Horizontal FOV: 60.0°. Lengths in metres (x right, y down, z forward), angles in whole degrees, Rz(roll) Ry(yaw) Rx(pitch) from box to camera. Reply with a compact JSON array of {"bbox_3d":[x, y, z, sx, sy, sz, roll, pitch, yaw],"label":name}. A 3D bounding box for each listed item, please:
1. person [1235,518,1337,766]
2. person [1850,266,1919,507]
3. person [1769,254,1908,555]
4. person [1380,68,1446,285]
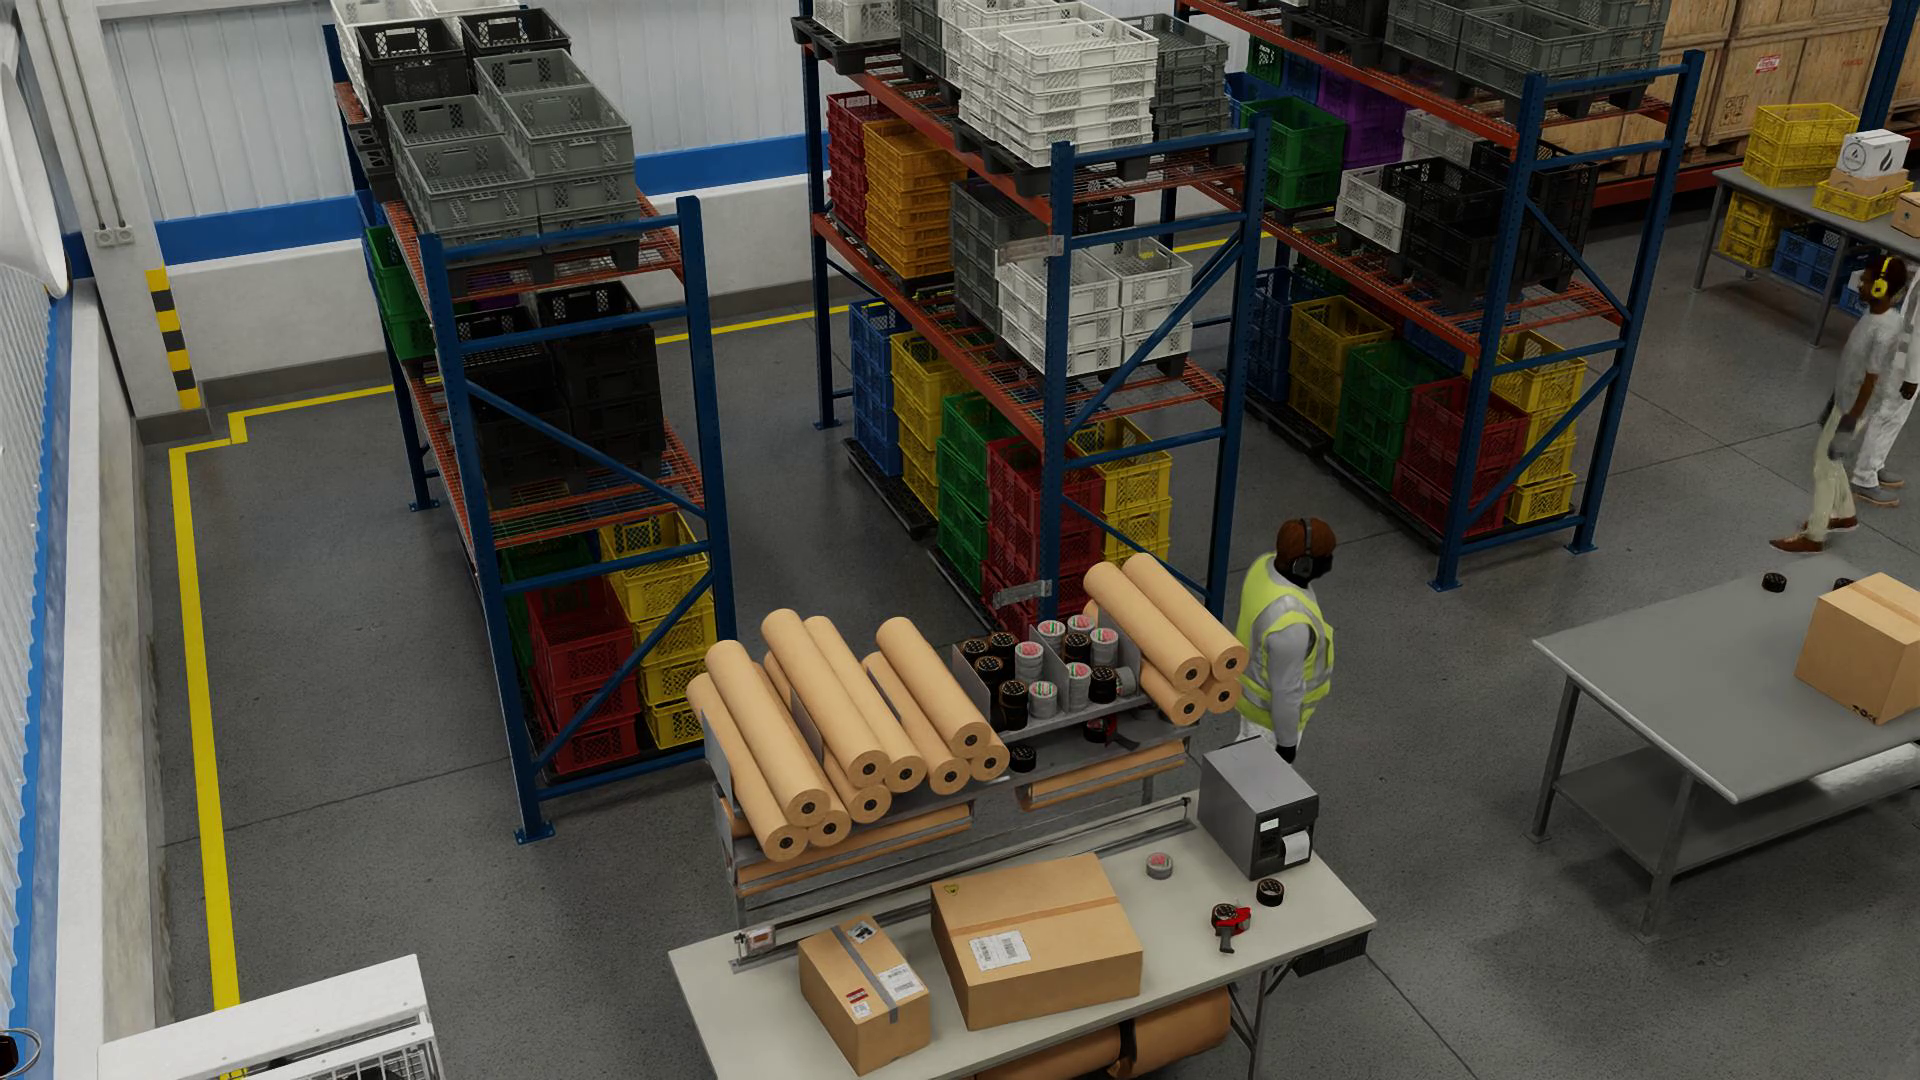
[{"bbox_3d":[1.401,0.704,7.326,0.430,1.836,0.629,0,32,0],"label":"person"},{"bbox_3d":[5.874,-1.115,10.236,0.342,1.878,0.579,17,36,26],"label":"person"},{"bbox_3d":[5.209,-0.741,9.671,0.542,1.844,0.581,10,33,16],"label":"person"},{"bbox_3d":[3.410,-2.728,12.806,0.636,1.917,0.567,-5,32,-8],"label":"person"}]
